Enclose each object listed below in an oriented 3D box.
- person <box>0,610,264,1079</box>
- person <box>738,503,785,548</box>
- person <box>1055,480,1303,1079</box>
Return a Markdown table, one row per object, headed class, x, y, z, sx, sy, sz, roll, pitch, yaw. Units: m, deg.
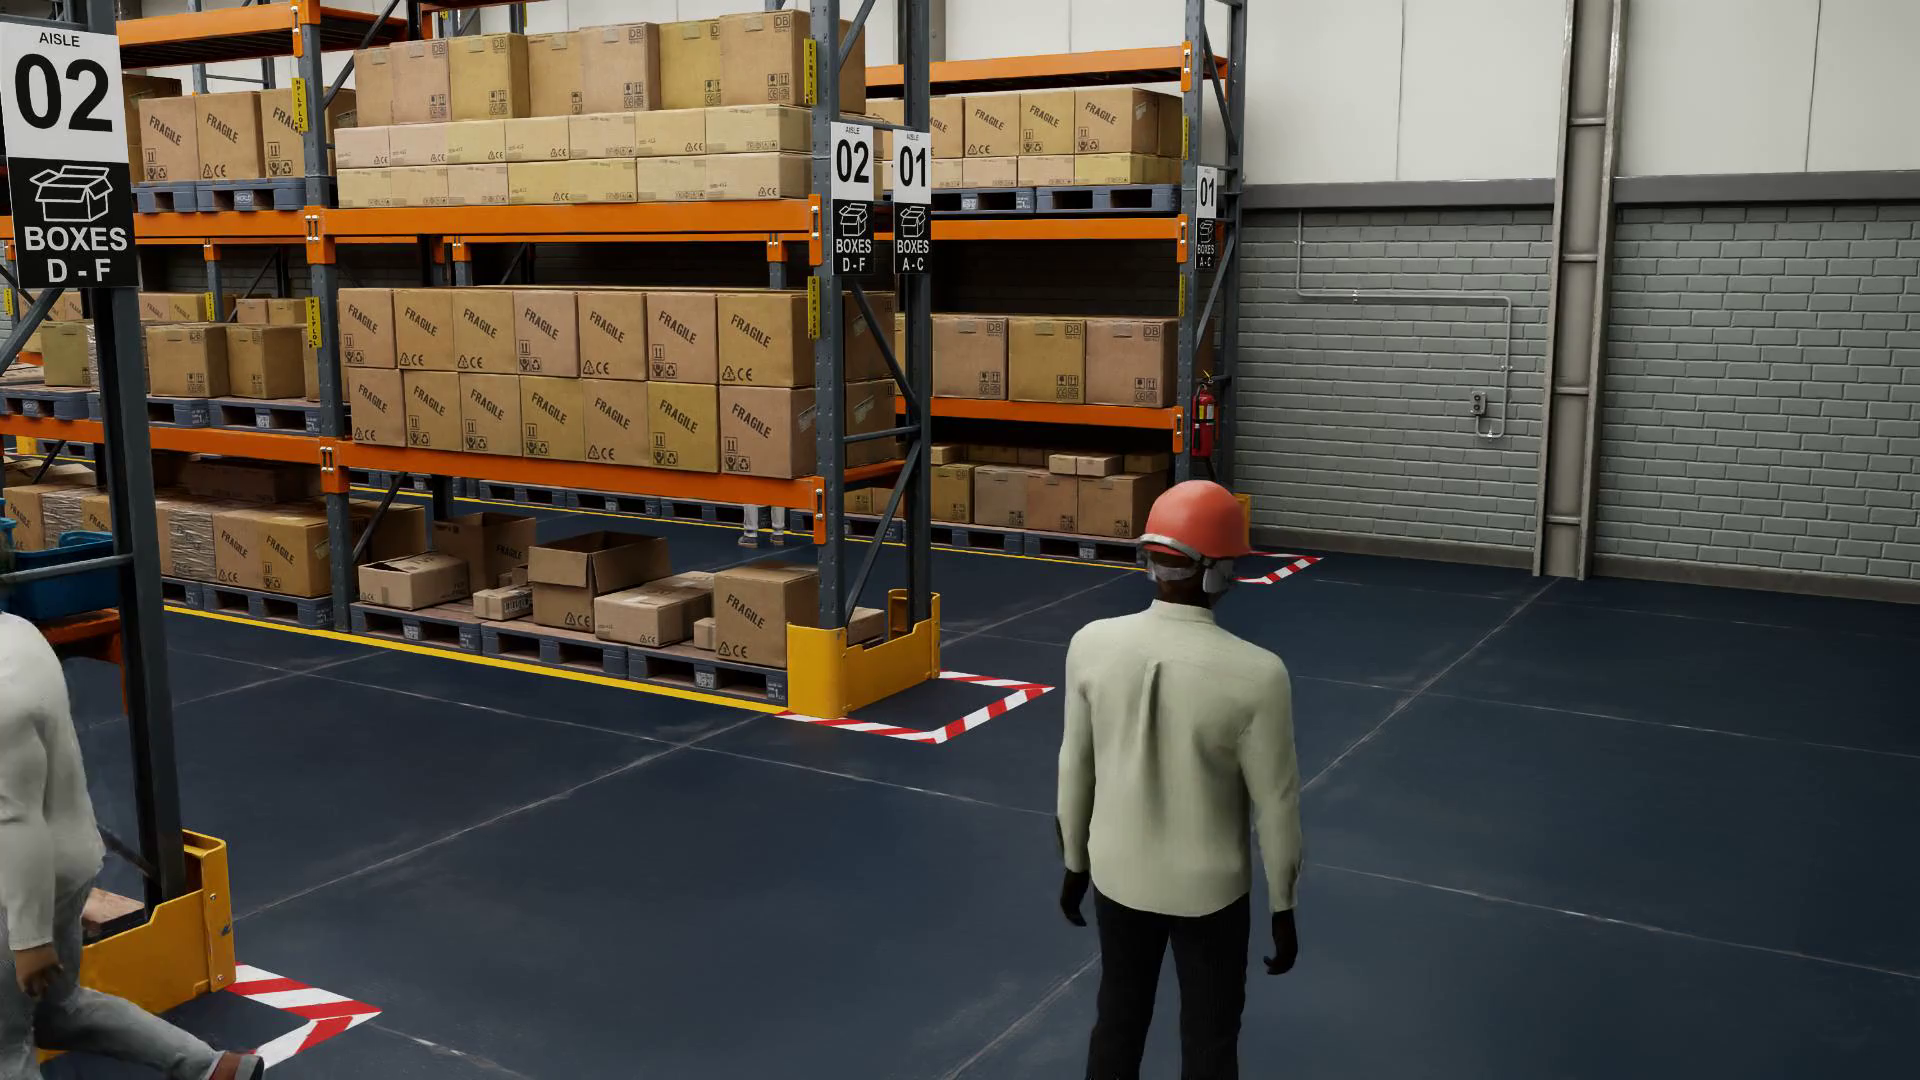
| class | x | y | z | sx | sy | sz | roll | pitch | yaw |
| --- | --- | --- | --- | --- | --- | --- | --- | --- | --- |
| person | -2.290 | 0.868 | 4.273 | 0.780 | 1.905 | 0.663 | -4 | 11 | -25 |
| person | -1.756 | -0.872 | 14.504 | 0.581 | 1.882 | 0.339 | -4 | 11 | -25 |
| person | 0.545 | 0.838 | 4.172 | 0.632 | 1.993 | 0.387 | 6 | 12 | 33 |
